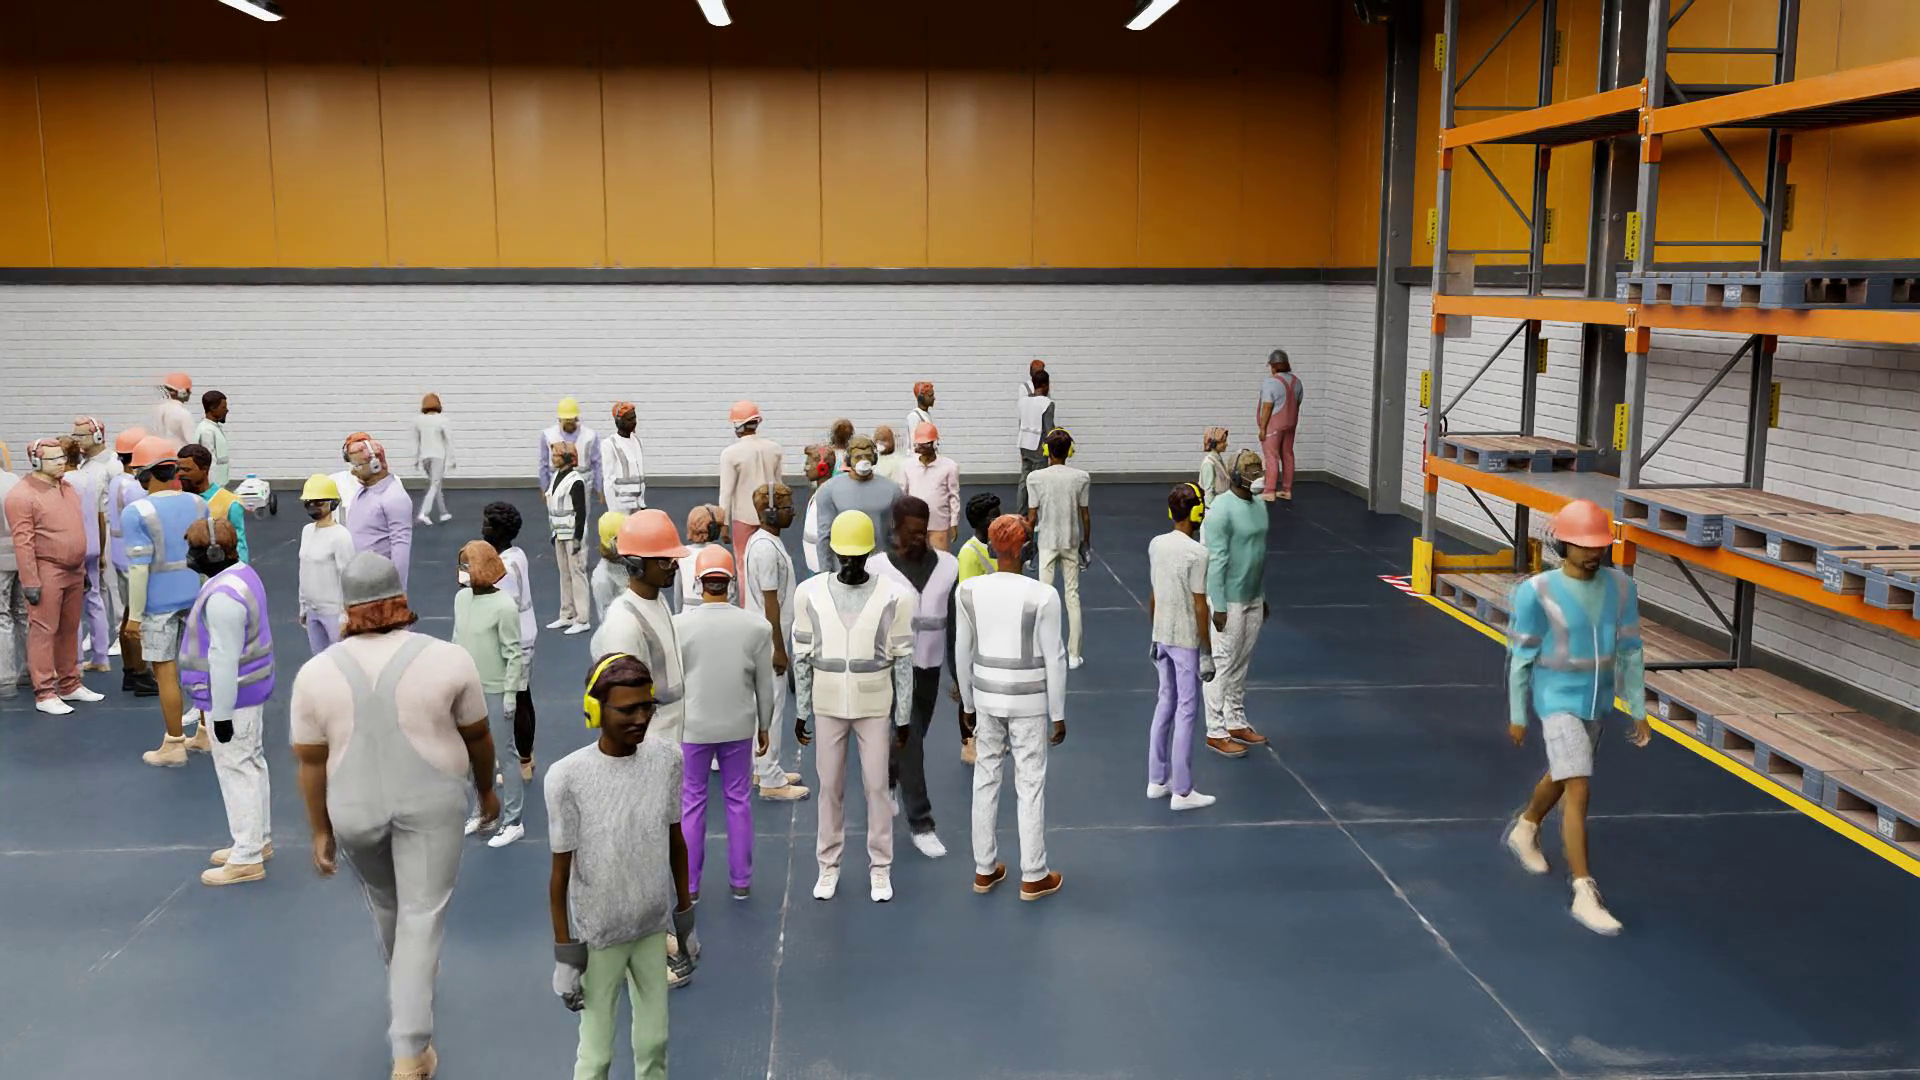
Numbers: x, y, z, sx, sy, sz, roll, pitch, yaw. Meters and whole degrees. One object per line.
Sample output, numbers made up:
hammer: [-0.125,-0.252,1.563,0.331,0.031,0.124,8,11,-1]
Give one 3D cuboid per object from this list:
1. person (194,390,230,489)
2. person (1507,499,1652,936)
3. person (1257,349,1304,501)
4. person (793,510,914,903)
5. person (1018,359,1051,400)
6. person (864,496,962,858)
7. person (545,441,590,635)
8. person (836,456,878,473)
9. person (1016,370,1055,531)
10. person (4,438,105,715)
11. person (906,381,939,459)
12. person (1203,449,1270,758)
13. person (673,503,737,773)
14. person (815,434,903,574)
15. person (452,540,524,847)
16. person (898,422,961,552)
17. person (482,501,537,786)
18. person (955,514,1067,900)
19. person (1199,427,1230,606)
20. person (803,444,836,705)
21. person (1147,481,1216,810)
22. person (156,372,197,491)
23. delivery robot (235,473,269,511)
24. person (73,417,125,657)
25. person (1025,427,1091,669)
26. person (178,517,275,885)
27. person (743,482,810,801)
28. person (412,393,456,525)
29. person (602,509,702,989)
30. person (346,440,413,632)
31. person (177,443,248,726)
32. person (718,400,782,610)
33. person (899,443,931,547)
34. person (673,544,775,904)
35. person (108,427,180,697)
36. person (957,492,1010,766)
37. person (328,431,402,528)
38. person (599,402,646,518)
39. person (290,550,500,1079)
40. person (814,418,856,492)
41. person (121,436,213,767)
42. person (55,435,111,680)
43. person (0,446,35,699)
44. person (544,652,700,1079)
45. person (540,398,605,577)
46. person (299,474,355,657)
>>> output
person: [-7.296,-0.504,16.251,0.387,1.910,0.593,-3,10,-20]
person: [2.938,0.776,8.031,0.626,1.998,1.077,-3,9,-16]
person: [4.241,-1.548,22.377,0.680,2.000,0.537,-7,11,-36]
person: [-0.514,0.799,8.032,0.586,1.918,0.395,1,9,4]
person: [1.046,-1.539,22.851,0.584,1.879,0.374,-8,12,-42]
person: [-0.295,0.672,8.964,0.581,1.878,0.961,-5,10,-28]
person: [-3.316,-0.026,14.071,0.312,1.642,0.512,-7,11,-37]
person: [-0.751,0.192,12.353,0.330,1.751,0.564,-1,9,-4]
person: [0.890,-1.061,19.747,0.402,1.909,0.588,-7,11,-36]
person: [-6.281,0.241,11.568,0.410,1.909,0.643,1,9,5]
person: [-0.395,-0.769,17.987,0.355,1.882,0.575,2,9,12]
person: [1.768,0.386,10.552,0.371,1.941,0.627,7,11,37]
person: [-1.546,0.596,10.164,0.514,1.642,0.314,8,12,40]
person: [-0.684,0.231,11.530,0.631,1.940,0.372,-3,10,-21]
person: [-2.528,0.808,8.858,0.506,1.633,0.279,7,11,36]
person: [-0.285,-0.163,14.584,0.573,1.749,0.343,2,9,14]
person: [-2.687,0.610,9.903,0.321,1.697,0.529,-1,9,-7]
person: [0.253,0.807,8.081,0.575,1.885,0.355,4,10,26]
person: [2.327,-0.219,15.291,0.306,1.640,0.523,3,9,16]
person: [-0.927,0.236,11.782,0.373,1.843,0.572,-2,9,-11]
person: [1.264,0.598,9.480,0.330,1.860,0.516,-5,10,-28]
person: [-8.380,-0.833,18.088,0.660,1.969,0.714,8,12,39]
delivery robot: [-8.800,-0.584,20.684,0.477,0.478,0.707,-3,10,-18]
person: [-6.878,-0.028,13.255,0.651,1.906,0.409,4,10,23]
person: [0.754,0.068,12.769,0.513,1.872,0.328,-1,9,-4]
person: [-3.665,0.793,8.336,0.429,1.837,0.628,-2,9,-15]
person: [-1.074,0.580,9.628,0.345,1.846,0.508,-2,9,-13]
person: [-6.419,-0.989,20.244,0.515,1.601,0.784,2,9,12]
person: [-1.311,0.878,7.133,0.374,2.042,0.615,0,9,1]
person: [-4.022,0.259,11.476,0.407,1.902,0.639,-8,12,-42]
person: [-5.021,0.303,11.136,0.590,1.918,0.386,3,10,20]
person: [-1.774,-0.188,14.056,0.630,1.981,0.434,-8,12,-41]
person: [-0.332,-0.195,15.199,0.527,1.623,0.394,-6,11,-31]
person: [-1.182,0.886,8.049,0.577,1.736,0.355,-3,10,-20]
person: [-5.913,0.156,12.002,0.379,1.937,0.547,-7,12,-39]
person: [0.141,0.546,10.308,0.318,1.697,0.533,3,9,17]
person: [-4.386,0.141,12.267,0.574,1.883,0.356,-3,10,-20]
person: [-3.031,-0.313,15.117,0.352,1.883,0.579,3,10,19]
person: [-2.173,0.986,6.466,0.687,2.000,1.076,0,9,-3]
person: [-1.025,-0.132,14.207,0.513,1.821,0.810,2,9,14]
person: [-4.908,0.379,10.275,0.391,2.041,0.615,4,10,21]
person: [-6.637,0.132,12.487,0.355,1.835,0.515,3,10,19]
person: [-6.896,0.169,11.924,0.418,1.939,0.610,1,9,4]
person: [-1.063,1.263,5.299,0.510,1.862,0.327,-8,12,-42]
person: [-3.884,-0.530,16.732,0.625,1.791,0.696,-3,9,-17]
person: [-4.052,0.457,10.642,0.525,1.772,0.299,7,11,36]
